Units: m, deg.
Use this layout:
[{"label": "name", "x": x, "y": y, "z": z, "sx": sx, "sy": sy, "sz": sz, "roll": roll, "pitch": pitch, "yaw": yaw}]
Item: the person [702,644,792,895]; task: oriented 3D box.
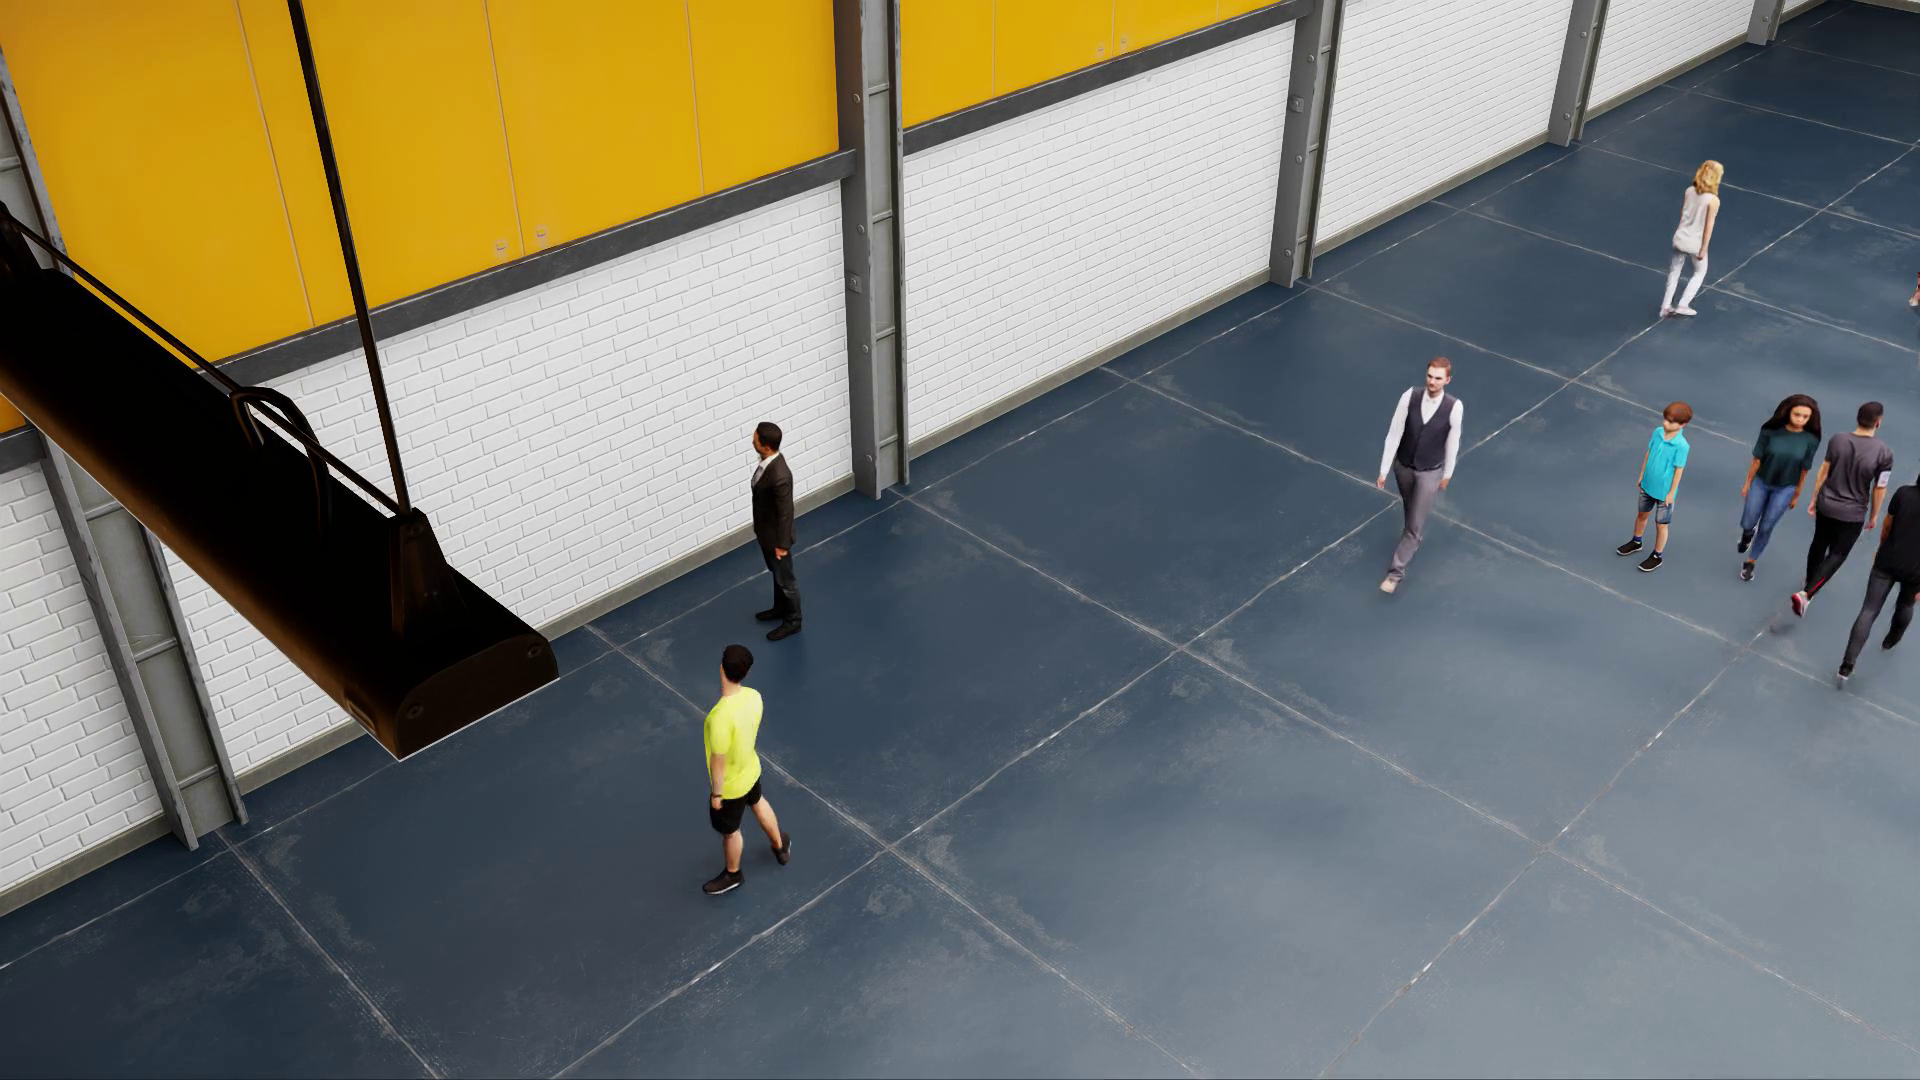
[{"label": "person", "x": -1.373, "y": 1.427, "z": 10.059, "sx": 0.942, "sy": 1.675, "sz": 0.783, "roll": 3, "pitch": 34, "yaw": 5}]

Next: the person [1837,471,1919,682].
[{"label": "person", "x": 6.631, "y": 0.216, "z": 11.775, "sx": 0.679, "sy": 1.793, "sz": 1.165, "roll": 26, "pitch": 41, "yaw": 33}]

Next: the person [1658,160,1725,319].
[{"label": "person", "x": 7.288, "y": -3.001, "z": 16.738, "sx": 0.674, "sy": 1.657, "sz": 0.664, "roll": -17, "pitch": 37, "yaw": -23}]

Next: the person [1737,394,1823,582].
[{"label": "person", "x": 6.337, "y": -0.452, "z": 12.950, "sx": 0.713, "sy": 1.604, "sz": 0.797, "roll": 15, "pitch": 36, "yaw": 21}]

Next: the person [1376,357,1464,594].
[{"label": "person", "x": 3.579, "y": -0.589, "z": 12.896, "sx": 0.815, "sy": 1.893, "sz": 1.251, "roll": 20, "pitch": 39, "yaw": 28}]

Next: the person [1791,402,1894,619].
[{"label": "person", "x": 6.552, "y": -0.201, "z": 12.449, "sx": 1.046, "sy": 1.741, "sz": 0.691, "roll": -25, "pitch": 41, "yaw": -33}]

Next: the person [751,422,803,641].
[{"label": "person", "x": -1.346, "y": -0.092, "z": 12.231, "sx": 0.706, "sy": 1.801, "sz": 0.755, "roll": -12, "pitch": 35, "yaw": -17}]

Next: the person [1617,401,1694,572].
[{"label": "person", "x": 5.524, "y": -0.453, "z": 13.093, "sx": 0.575, "sy": 1.447, "sz": 0.575, "roll": -14, "pitch": 36, "yaw": -20}]
